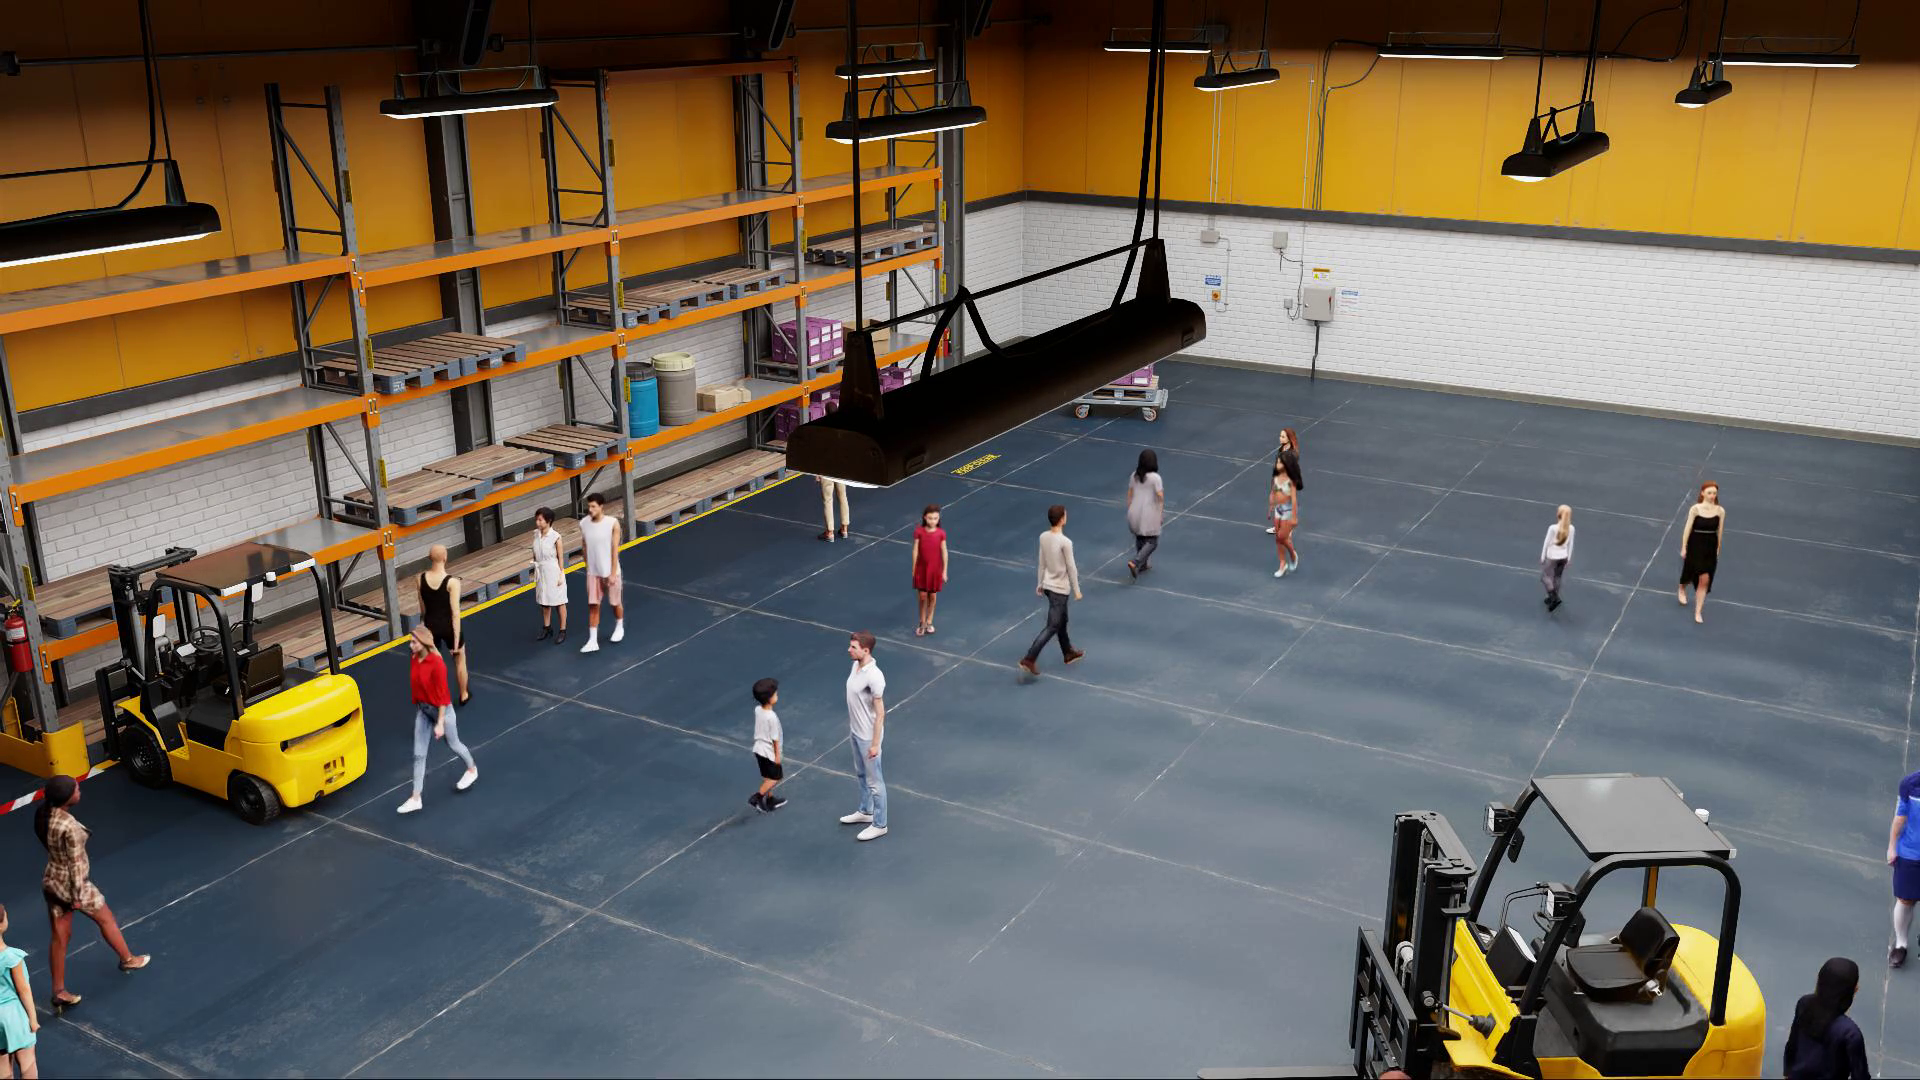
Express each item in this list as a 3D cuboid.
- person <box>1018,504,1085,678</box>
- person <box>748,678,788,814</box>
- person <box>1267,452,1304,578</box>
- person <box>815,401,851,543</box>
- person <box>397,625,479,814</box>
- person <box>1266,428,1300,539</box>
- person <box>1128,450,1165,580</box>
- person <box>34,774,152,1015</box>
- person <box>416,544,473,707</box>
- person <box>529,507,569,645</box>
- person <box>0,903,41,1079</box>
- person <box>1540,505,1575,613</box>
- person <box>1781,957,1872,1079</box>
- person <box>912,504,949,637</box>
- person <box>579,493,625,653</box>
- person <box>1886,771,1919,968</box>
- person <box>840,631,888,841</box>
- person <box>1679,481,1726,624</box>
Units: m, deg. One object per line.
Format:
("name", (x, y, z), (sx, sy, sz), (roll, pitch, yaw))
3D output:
("person", (0.955, 0.555, 17.435), (1.282, 1.835, 1.010), (-12, 22, -31))
("person", (-1.727, 1.827, 14.574), (0.716, 1.251, 0.621), (-14, 23, -35))
("person", (4.037, -0.311, 20.356), (0.768, 1.612, 0.716), (-11, 21, -29))
("person", (-1.658, -0.904, 21.729), (0.599, 1.859, 0.759), (-14, 23, -36))
("person", (-4.589, 1.546, 14.774), (0.616, 1.655, 1.101), (11, 21, 29))
("person", (4.285, -0.758, 21.887), (0.669, 1.483, 0.638), (-8, 20, -22))
("person", (2.230, -0.295, 20.346), (0.768, 1.588, 0.954), (17, 25, 42))
("person", (-6.348, 2.524, 11.708), (0.589, 1.759, 0.954), (9, 21, 26))
("person", (-5.147, 0.955, 16.335), (0.973, 1.778, 1.249), (1, 19, 4))
("person", (-4.546, 0.375, 18.406), (0.565, 1.556, 0.530), (9, 20, 24))
("person", (-6.074, 3.006, 10.591), (0.613, 1.558, 0.627), (3, 19, 9))
("person", (6.939, 0.224, 19.302), (0.721, 1.271, 0.819), (-2, 19, -6))
("person", (4.906, 3.248, 9.687), (1.104, 1.677, 1.110), (-2, 19, -7))
("person", (-0.357, 0.295, 18.684), (0.700, 1.531, 0.765), (-1, 19, -3))
("person", (-3.865, 0.323, 18.254), (0.851, 1.752, 1.098), (4, 19, 11))
("person", (7.147, 2.304, 12.257), (0.705, 1.827, 0.684), (12, 22, 33))
("person", (-0.797, 1.640, 14.188), (0.740, 1.851, 0.731), (-9, 21, -24))
("person", (8.527, 0.093, 19.180), (0.782, 1.598, 1.097), (4, 19, 12))
